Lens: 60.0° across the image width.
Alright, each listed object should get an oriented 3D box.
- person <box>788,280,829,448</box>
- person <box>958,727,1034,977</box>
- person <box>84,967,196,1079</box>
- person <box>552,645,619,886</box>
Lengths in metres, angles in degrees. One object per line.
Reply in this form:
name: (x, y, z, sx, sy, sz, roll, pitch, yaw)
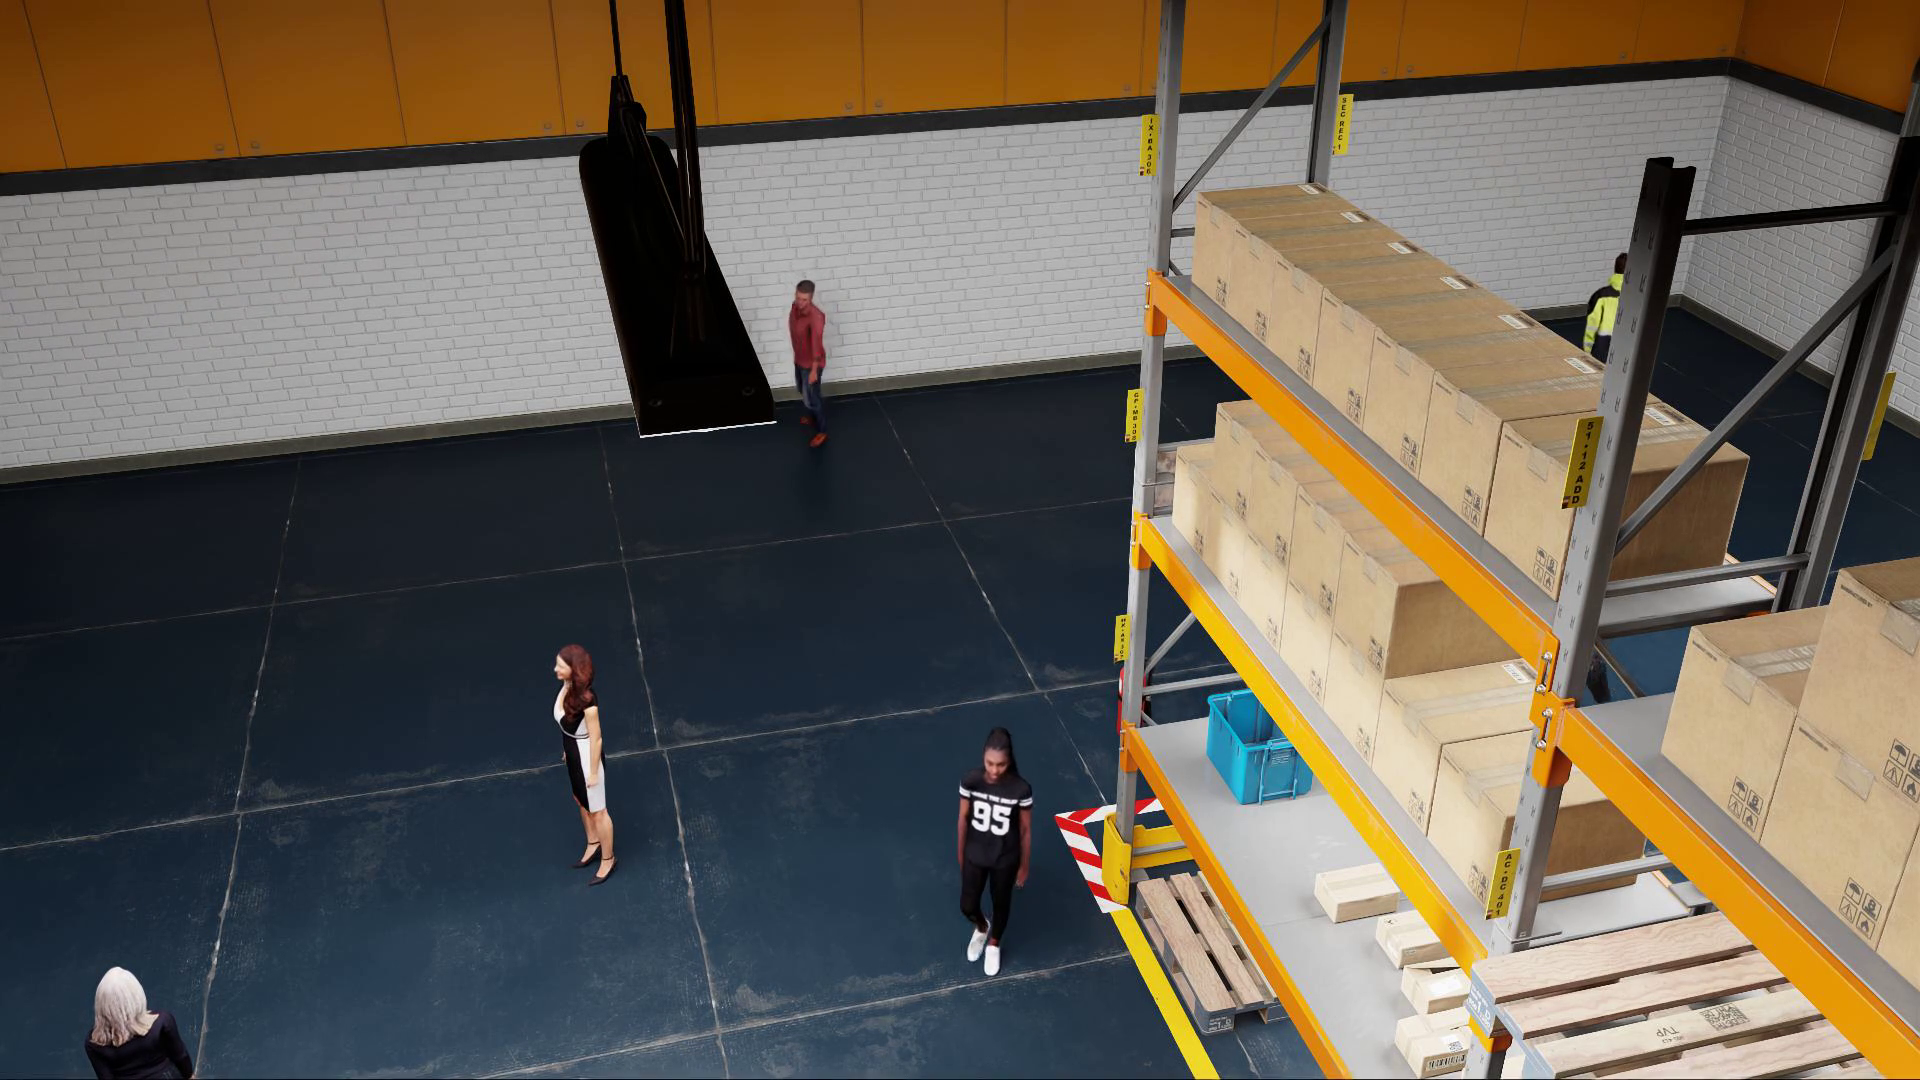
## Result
person: (-1.508, -1.835, 16.906, 1.002, 1.796, 0.689, -7, 29, -13)
person: (0.211, 1.874, 10.182, 0.723, 1.724, 0.755, 5, 29, 9)
person: (-4.065, 2.838, 8.391, 0.655, 1.746, 0.634, -14, 32, -24)
person: (-2.456, 1.455, 10.877, 0.700, 1.793, 0.547, -20, 34, -32)
